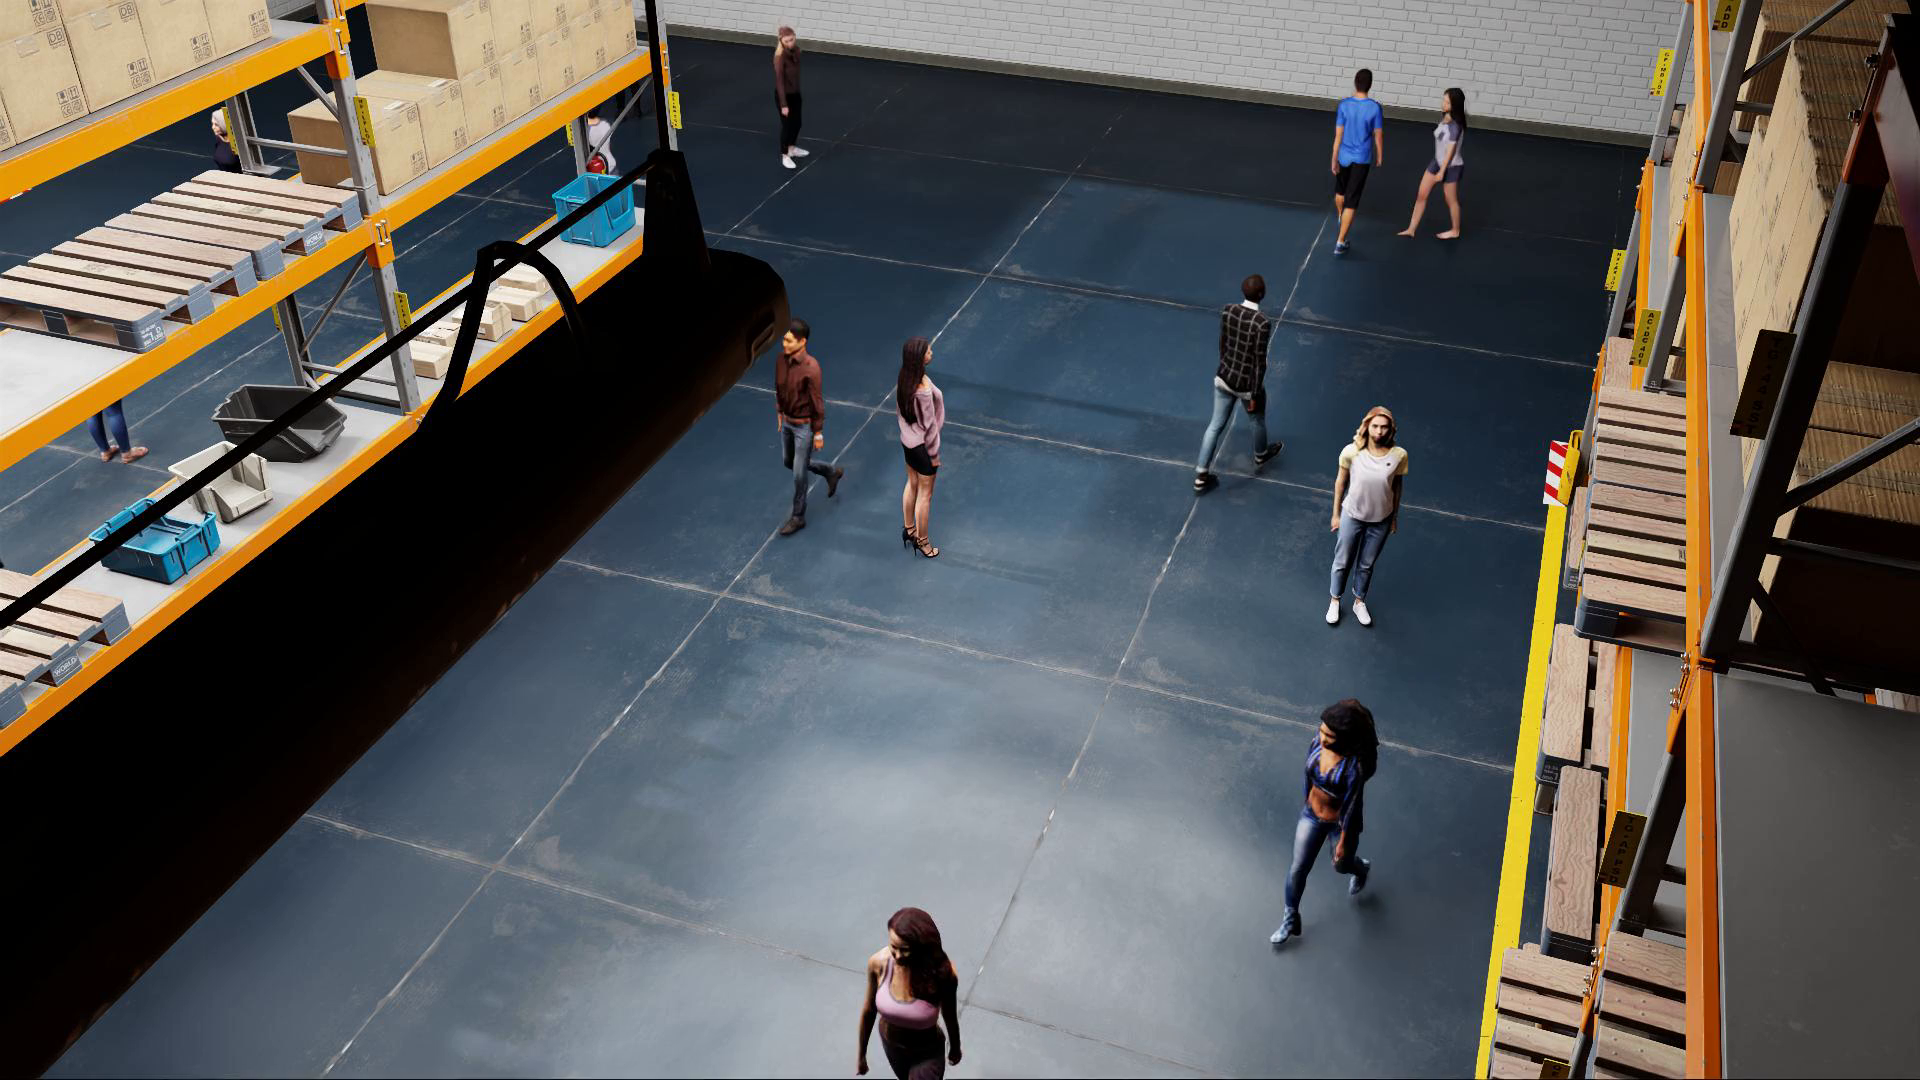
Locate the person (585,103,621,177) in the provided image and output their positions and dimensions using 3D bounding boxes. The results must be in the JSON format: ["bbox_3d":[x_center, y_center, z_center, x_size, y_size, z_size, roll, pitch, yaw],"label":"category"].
[{"bbox_3d":[-3.701,-3.858,17.365,0.897,1.521,1.037,28,43,35],"label":"person"}]

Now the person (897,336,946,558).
[{"bbox_3d":[-0.305,-0.686,12.331,0.745,1.812,0.698,-16,37,-23],"label":"person"}]

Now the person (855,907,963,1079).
[{"bbox_3d":[-0.194,2.344,7.846,0.627,1.731,1.070,10,35,14],"label":"person"}]

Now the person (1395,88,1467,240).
[{"bbox_3d":[5.099,-3.888,17.277,0.961,1.669,0.992,-1,34,-1],"label":"person"}]

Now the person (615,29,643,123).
[{"bbox_3d":[-4.167,-6.010,20.452,0.682,1.688,0.735,-12,36,-18],"label":"person"}]

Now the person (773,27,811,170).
[{"bbox_3d":[-1.985,-5.089,19.089,0.846,1.664,0.630,9,35,14],"label":"person"}]

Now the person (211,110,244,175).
[{"bbox_3d":[-7.132,-3.418,16.501,0.639,1.746,0.614,18,37,24],"label":"person"}]

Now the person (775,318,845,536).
[{"bbox_3d":[-1.156,-0.899,12.697,0.899,1.762,1.080,27,42,35],"label":"person"}]

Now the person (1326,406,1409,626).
[{"bbox_3d":[2.831,-0.169,11.634,0.689,1.723,0.646,2,34,2],"label":"person"}]

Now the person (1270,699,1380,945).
[{"bbox_3d":[2.102,1.535,9.185,1.108,1.595,0.916,-26,41,-33],"label":"person"}]

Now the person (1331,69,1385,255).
[{"bbox_3d":[4.018,-3.832,17.058,0.737,1.818,1.214,16,37,23],"label":"person"}]

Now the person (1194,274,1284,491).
[{"bbox_3d":[2.134,-1.193,13.134,1.294,1.768,1.033,-28,43,-36],"label":"person"}]
